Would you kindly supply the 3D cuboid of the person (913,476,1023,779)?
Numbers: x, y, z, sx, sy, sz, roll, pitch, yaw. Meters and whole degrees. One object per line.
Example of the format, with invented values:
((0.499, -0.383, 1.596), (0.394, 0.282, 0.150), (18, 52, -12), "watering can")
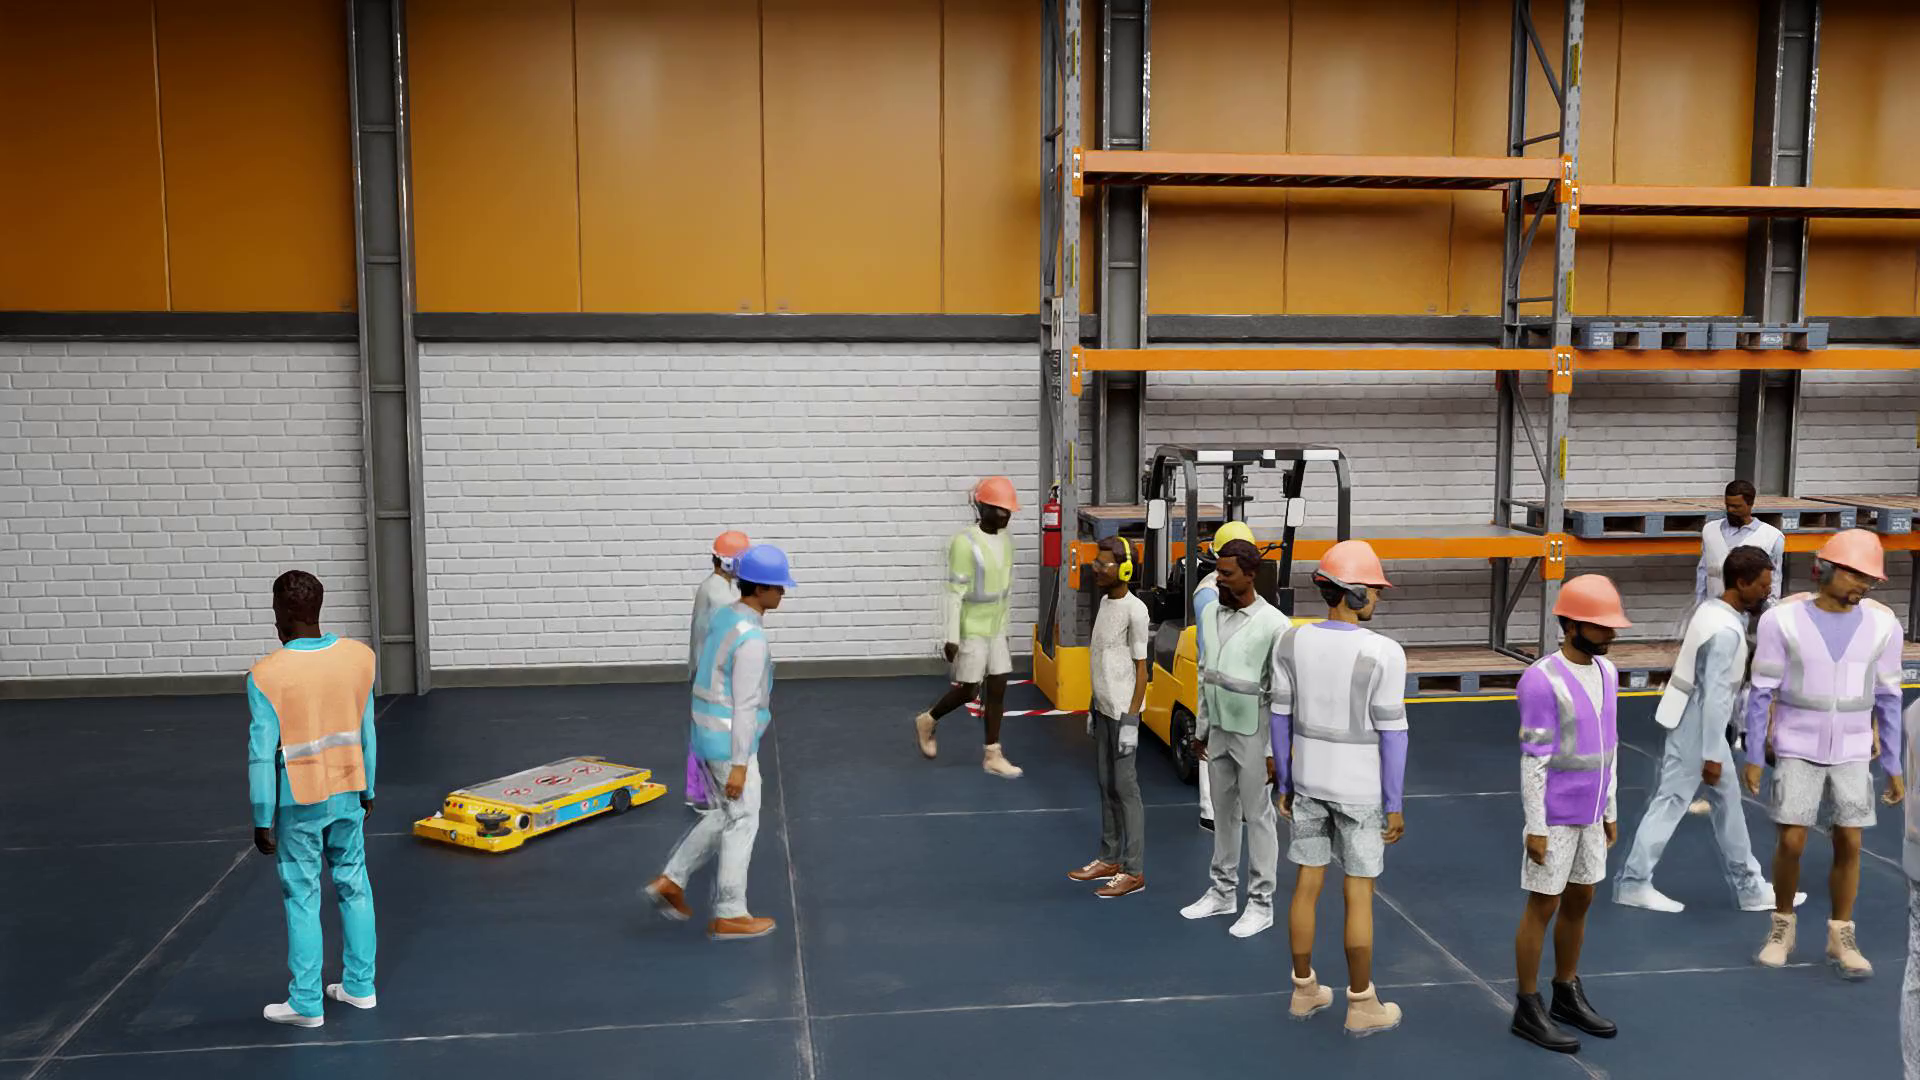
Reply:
((0.064, 0.561, 11.039), (0.759, 2.015, 0.633), (5, 9, 40), "person")

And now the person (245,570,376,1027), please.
((-2.694, 1.077, 6.969), (0.397, 1.911, 0.588), (4, 8, 33), "person")

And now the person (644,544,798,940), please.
((-1.109, 0.967, 7.935), (0.677, 1.909, 0.631), (-3, 7, -21), "person")

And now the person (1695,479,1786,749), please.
((5.528, 0.518, 11.842), (0.391, 1.913, 0.587), (-5, 9, -40), "person")

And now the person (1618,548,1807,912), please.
((3.763, 0.960, 8.229), (0.922, 1.854, 0.615), (3, 7, 25), "person")

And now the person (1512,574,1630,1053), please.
((2.491, 1.092, 6.739), (0.544, 1.930, 0.387), (-4, 8, -33), "person")

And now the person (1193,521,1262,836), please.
((1.584, 0.801, 9.709), (0.404, 1.830, 0.602), (4, 8, 32), "person")

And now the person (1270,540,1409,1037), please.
((1.585, 1.017, 6.918), (0.609, 2.040, 0.394), (6, 9, 44), "person")

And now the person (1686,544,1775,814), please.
((4.752, 0.856, 9.923), (0.691, 1.673, 0.538), (1, 7, 5), "person")

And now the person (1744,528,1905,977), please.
((3.897, 0.964, 7.512), (0.658, 2.021, 0.362), (2, 7, 13), "person")

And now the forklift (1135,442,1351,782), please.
((1.912, 0.418, 11.496), (1.214, 2.155, 2.313), (-1, 7, -8), "forklift")

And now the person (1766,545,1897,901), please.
((4.486, 0.920, 8.598), (0.567, 1.849, 0.389), (4, 8, 33), "person")

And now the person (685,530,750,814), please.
((-1.467, 0.801, 10.179), (0.444, 1.726, 0.592), (-2, 7, -20), "person")

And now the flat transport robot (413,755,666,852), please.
((-2.480, 1.548, 9.942), (0.652, 0.197, 1.431), (4, 8, 31), "flat transport robot")

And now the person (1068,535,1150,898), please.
((0.792, 0.902, 8.641), (0.328, 1.877, 0.510), (-2, 7, -21), "person")

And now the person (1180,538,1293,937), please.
((1.372, 0.944, 8.081), (0.397, 1.920, 0.587), (-4, 8, -32), "person")

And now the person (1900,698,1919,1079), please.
((3.618, 1.191, 5.921), (0.456, 1.929, 0.644), (-1, 7, -7), "person")
